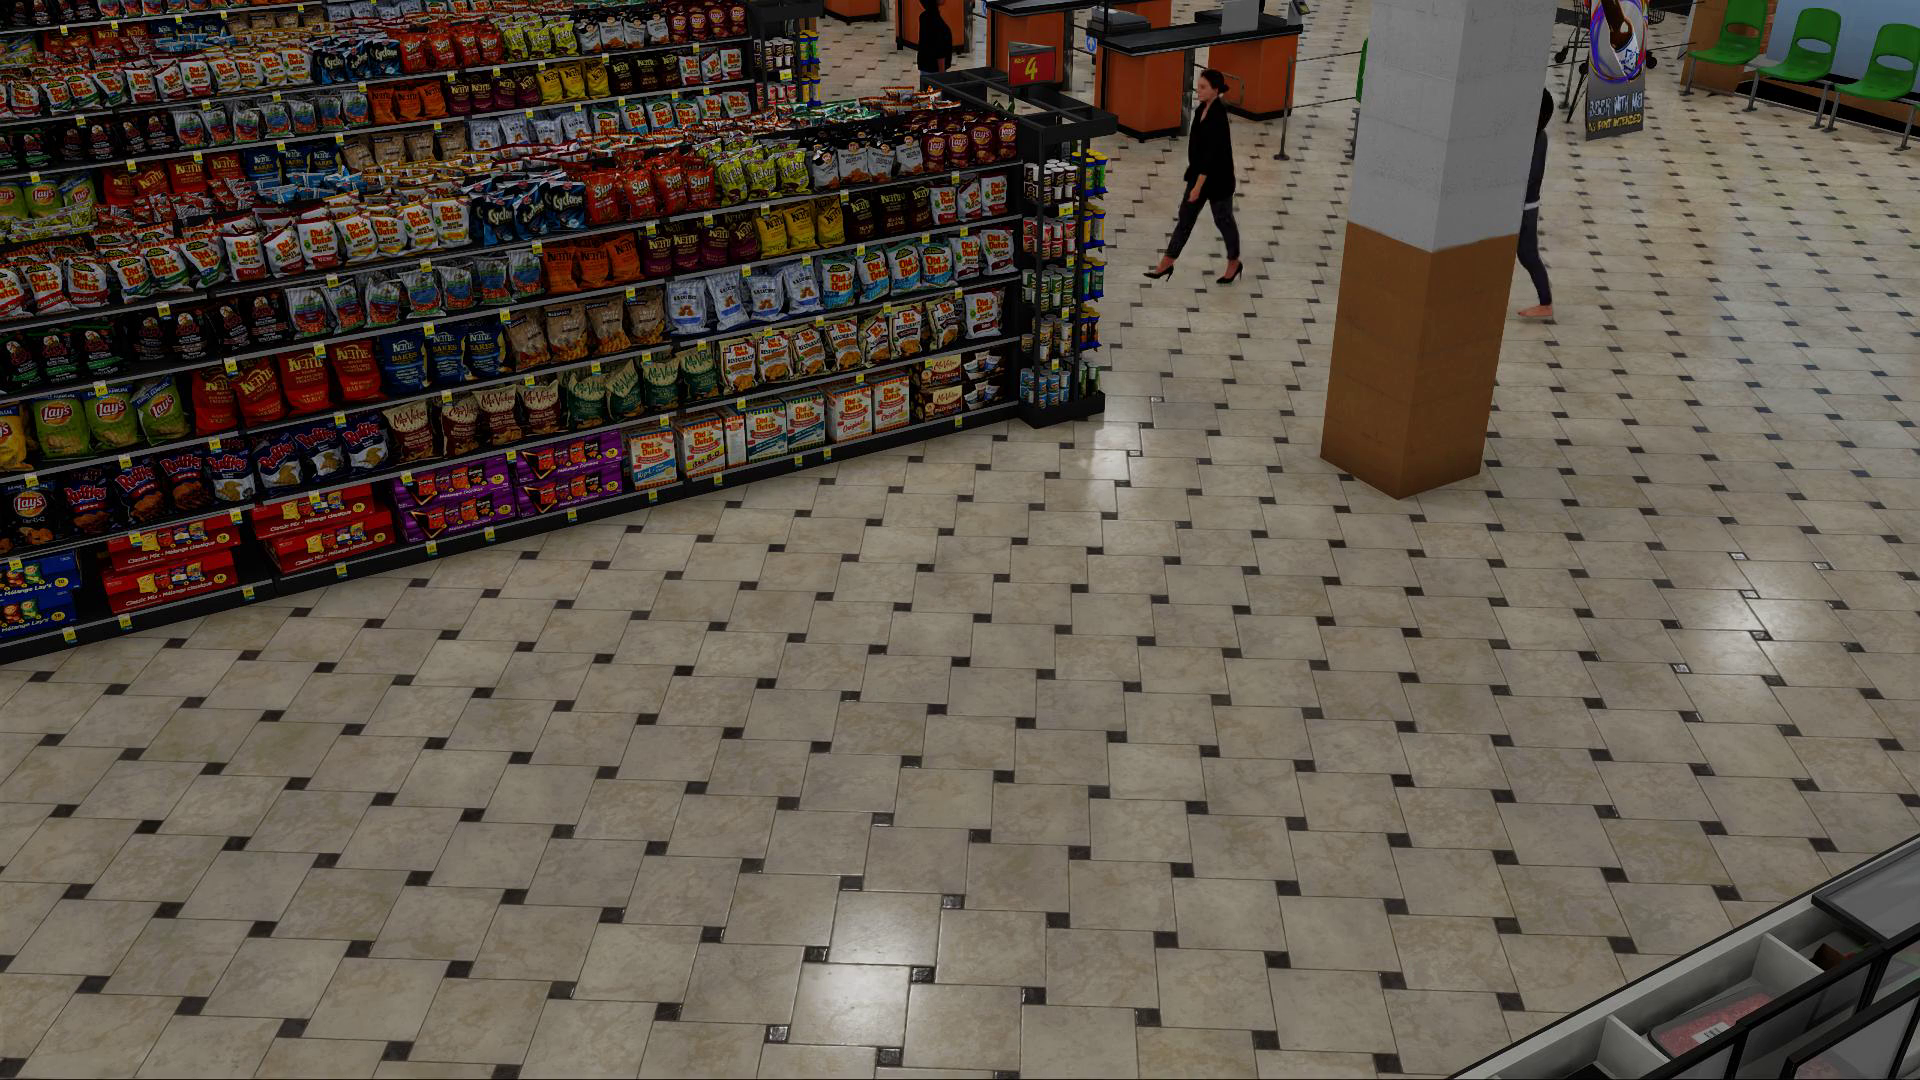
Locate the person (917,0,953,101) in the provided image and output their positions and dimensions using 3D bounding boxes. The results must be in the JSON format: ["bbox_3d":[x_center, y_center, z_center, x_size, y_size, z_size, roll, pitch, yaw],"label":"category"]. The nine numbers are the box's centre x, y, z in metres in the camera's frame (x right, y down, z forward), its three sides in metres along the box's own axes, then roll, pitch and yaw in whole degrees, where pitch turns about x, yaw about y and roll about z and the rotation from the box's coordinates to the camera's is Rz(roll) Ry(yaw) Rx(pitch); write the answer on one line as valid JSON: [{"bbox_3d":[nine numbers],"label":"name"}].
[{"bbox_3d":[-0.264,-4.529,16.123,0.541,1.701,0.578,-13,31,-23],"label":"person"}]

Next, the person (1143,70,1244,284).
[{"bbox_3d":[2.039,-2.785,12.949,1.114,1.681,0.801,-10,30,-17],"label":"person"}]
